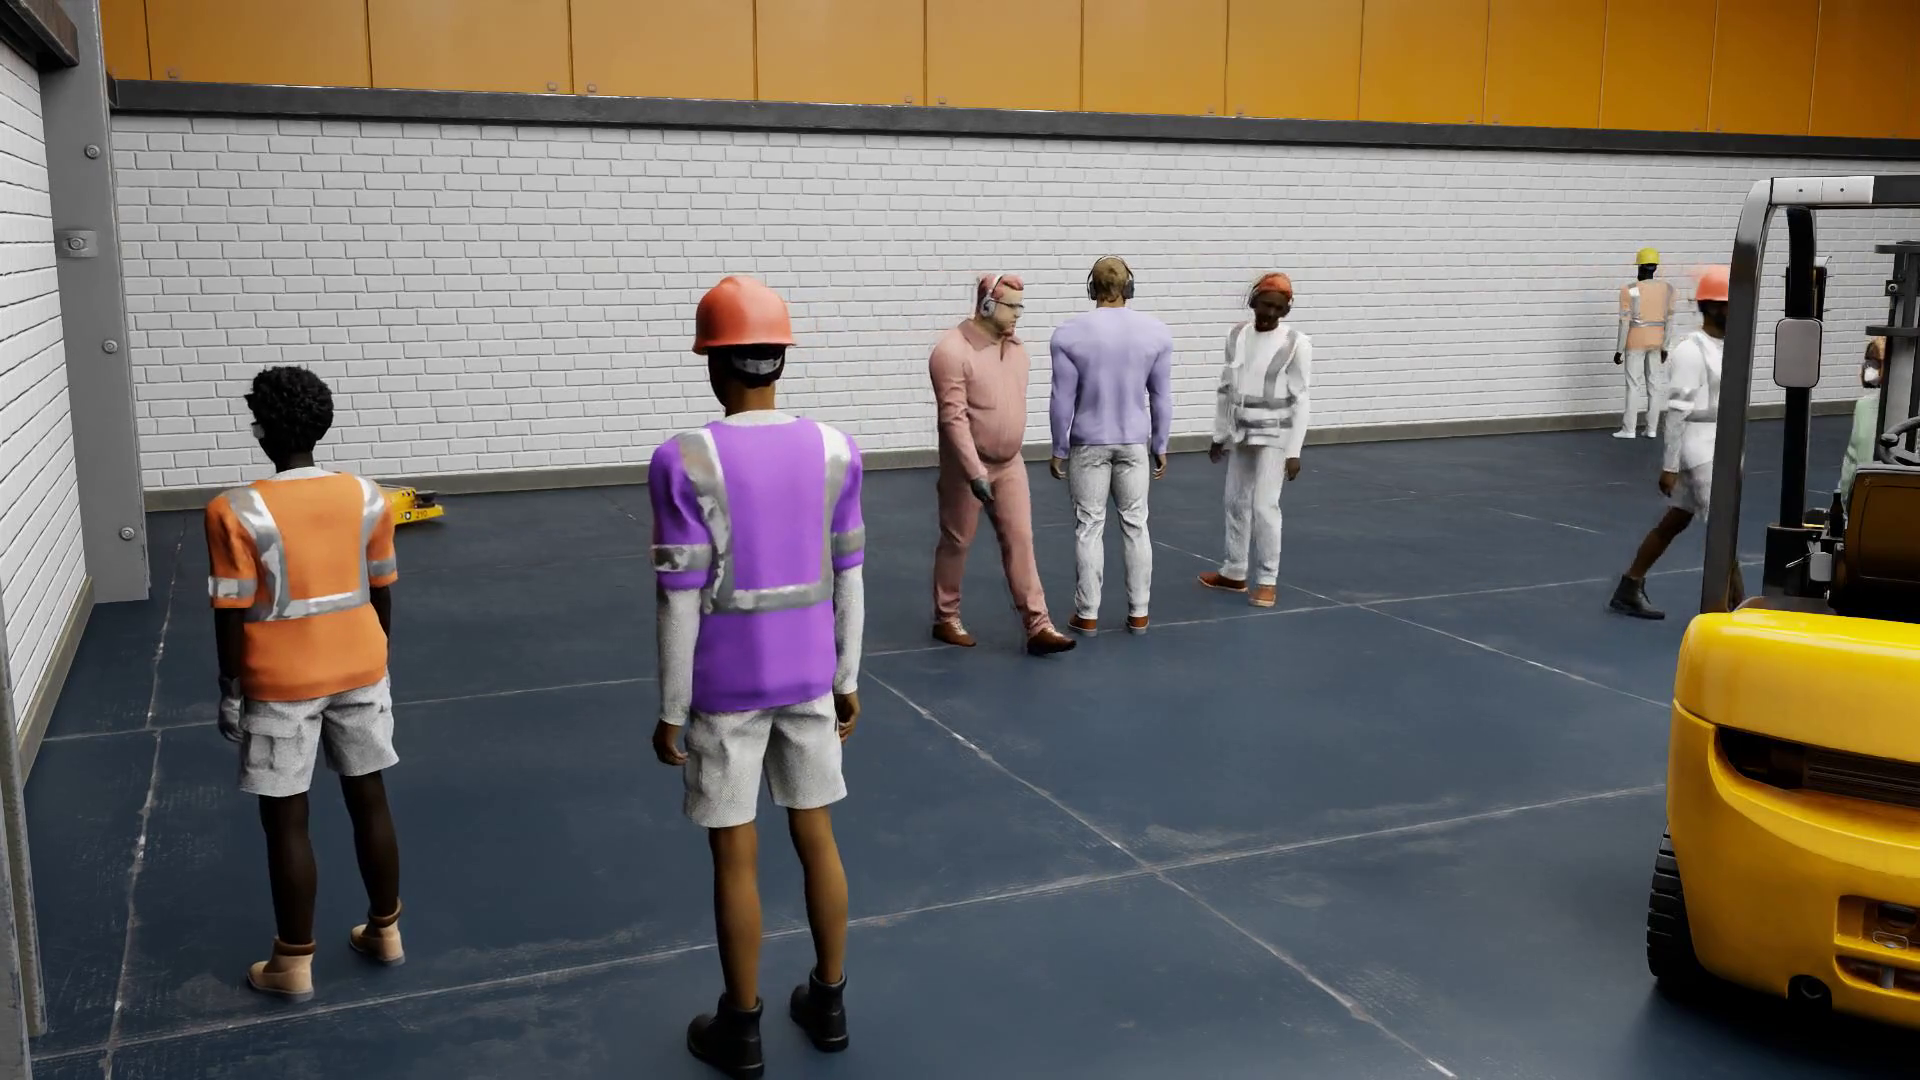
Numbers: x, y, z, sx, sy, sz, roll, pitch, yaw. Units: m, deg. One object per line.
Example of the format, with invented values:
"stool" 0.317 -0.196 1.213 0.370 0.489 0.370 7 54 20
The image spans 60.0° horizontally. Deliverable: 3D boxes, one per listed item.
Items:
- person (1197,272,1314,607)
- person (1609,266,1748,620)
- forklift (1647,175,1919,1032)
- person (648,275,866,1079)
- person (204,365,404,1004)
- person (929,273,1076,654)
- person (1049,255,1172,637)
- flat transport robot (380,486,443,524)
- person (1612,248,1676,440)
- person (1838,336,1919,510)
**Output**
"person" 1.623 -0.559 9.244 0.338 1.843 0.792 -6 12 -31
"person" 3.843 -0.461 8.579 0.977 1.890 0.558 10 14 43
"forklift" 2.810 0.094 4.662 1.214 2.155 2.313 7 12 34
"person" -0.500 0.334 4.053 0.551 1.932 0.378 -6 12 -31
"person" -1.747 0.380 4.489 0.319 1.690 0.539 8 13 37
"person" 0.166 -0.351 8.062 0.648 1.854 0.904 -9 13 -40
"person" 0.762 -0.469 8.475 0.635 1.936 0.350 -1 10 -6
"flat transport robot" -4.498 -0.274 11.990 1.431 0.197 0.652 6 12 28
"person" 6.884 -1.971 16.779 0.587 1.928 0.363 -2 10 -9
"person" 4.043 -0.106 7.345 0.345 1.617 0.519 -1 10 -5
